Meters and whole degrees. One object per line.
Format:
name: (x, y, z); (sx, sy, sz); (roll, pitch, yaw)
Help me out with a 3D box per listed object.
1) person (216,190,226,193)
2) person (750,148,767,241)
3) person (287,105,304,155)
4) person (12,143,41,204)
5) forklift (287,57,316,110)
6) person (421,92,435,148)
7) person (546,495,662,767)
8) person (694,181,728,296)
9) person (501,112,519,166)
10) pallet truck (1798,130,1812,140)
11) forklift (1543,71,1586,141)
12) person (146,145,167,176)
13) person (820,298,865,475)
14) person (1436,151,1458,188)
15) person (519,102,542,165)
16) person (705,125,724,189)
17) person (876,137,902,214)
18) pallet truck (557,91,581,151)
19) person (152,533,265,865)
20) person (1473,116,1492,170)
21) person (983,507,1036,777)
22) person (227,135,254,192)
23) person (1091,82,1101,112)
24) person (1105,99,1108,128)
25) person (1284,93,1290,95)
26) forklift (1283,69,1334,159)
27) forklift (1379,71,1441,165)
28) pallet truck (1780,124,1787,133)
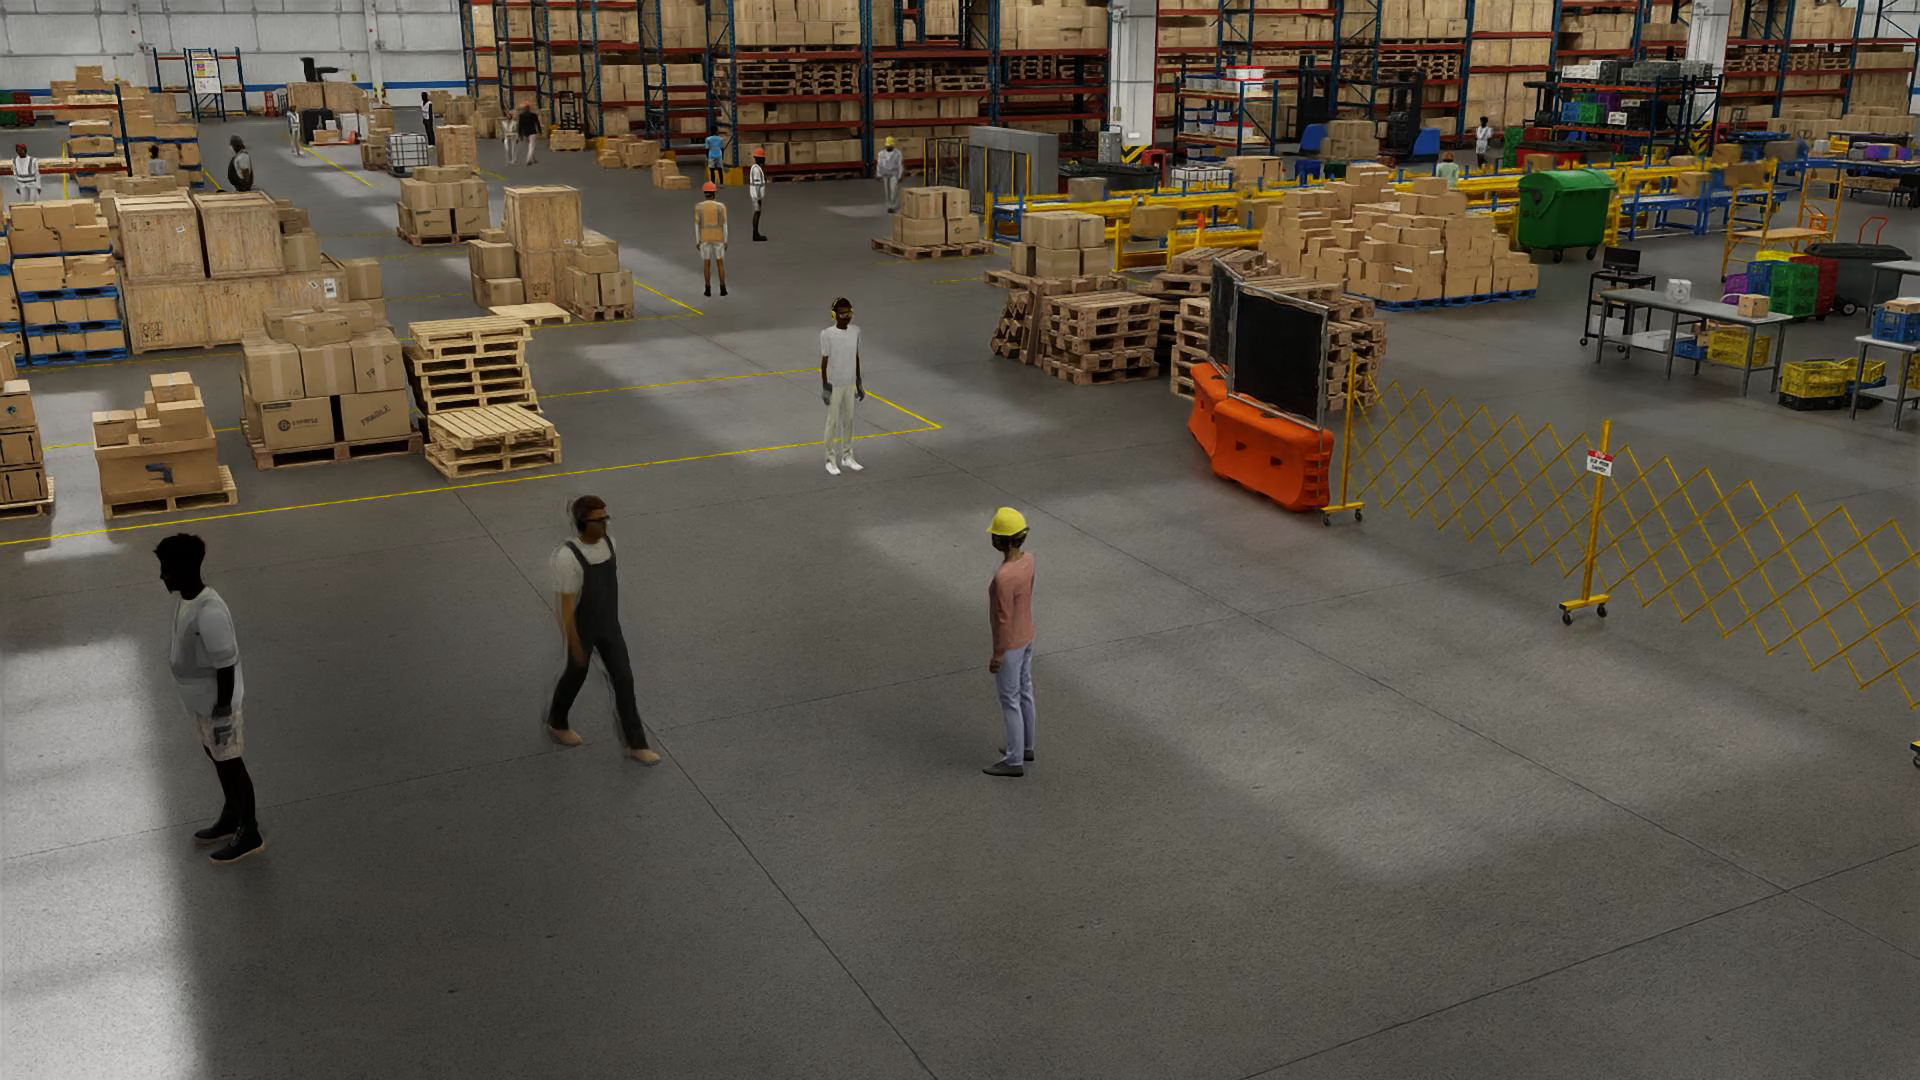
person: (-12.052, -4.771, 27.263); (0.371, 1.915, 0.595); (3, 18, 8)
person: (-4.227, -7.277, 35.067); (0.399, 1.928, 0.541); (-3, 18, -9)
person: (-22.185, -13.673, 55.459); (0.310, 1.642, 0.514); (7, 19, 20)
person: (-20.756, -7.887, 37.051); (0.574, 1.876, 0.356); (0, 18, 1)
forklift: (-25.841, -17.776, 66.253); (1.873, 2.768, 1.129); (-9, 20, -26)
person: (-18.674, -14.756, 58.405); (0.396, 1.911, 0.588); (-17, 24, -42)
person: (-2.413, 0.564, 10.823); (0.951, 1.804, 0.523); (12, 21, 32)
person: (-4.237, -5.127, 28.344); (0.547, 1.934, 0.376); (-3, 18, -8)
person: (-13.995, -12.454, 51.679); (0.547, 1.612, 0.647); (0, 18, -1)
pallet truck: (25.526, -11.556, 49.408); (1.630, 1.274, 0.653); (-9, 20, -26)
forklift: (18.685, -13.231, 52.085); (1.873, 2.768, 1.129); (-9, 20, -26)
person: (-17.692, -7.752, 36.662); (0.644, 1.853, 0.501); (12, 21, 32)
person: (-1.230, -1.627, 17.547); (0.514, 1.864, 0.332); (-13, 22, -36)
person: (11.054, -8.011, 37.819); (0.498, 1.633, 0.280); (5, 19, 16)
person: (-13.445, -12.704, 51.975); (0.621, 1.937, 1.077); (3, 18, 9)
person: (-6.649, -10.381, 45.105); (0.541, 1.695, 0.316); (-10, 20, -28)
person: (-1.706, -8.667, 39.613); (0.584, 1.782, 0.903); (4, 18, 13)
pallet truck: (-13.495, -14.412, 57.188); (0.823, 1.965, 1.885); (-3, 18, -9)
person: (-4.293, 0.896, 9.513); (0.362, 1.963, 0.613); (-13, 22, -34)
person: (15.362, -11.623, 48.987); (0.386, 1.680, 0.551); (-10, 21, -29)
person: (0.307, 0.647, 10.614); (0.319, 1.767, 0.534); (7, 19, 21)
person: (-16.100, -8.085, 37.394); (0.671, 2.000, 0.695); (-7, 19, -21)
person: (5.711, -18.199, 69.168); (0.679, 1.886, 0.738); (-8, 19, -22)
person: (5.846, -16.997, 65.854); (0.530, 1.604, 0.695); (-1, 18, -2)
person: (11.757, -15.278, 60.237); (0.920, 1.785, 0.599); (-5, 18, -15)
forklift: (11.615, -13.871, 54.079); (1.129, 2.768, 1.873); (-9, 20, -27)
forklift: (14.069, -13.247, 52.133); (1.873, 2.768, 1.129); (-8, 19, -23)
pallet truck: (25.206, -12.542, 52.601); (1.601, 1.201, 0.680); (0, 18, -2)
